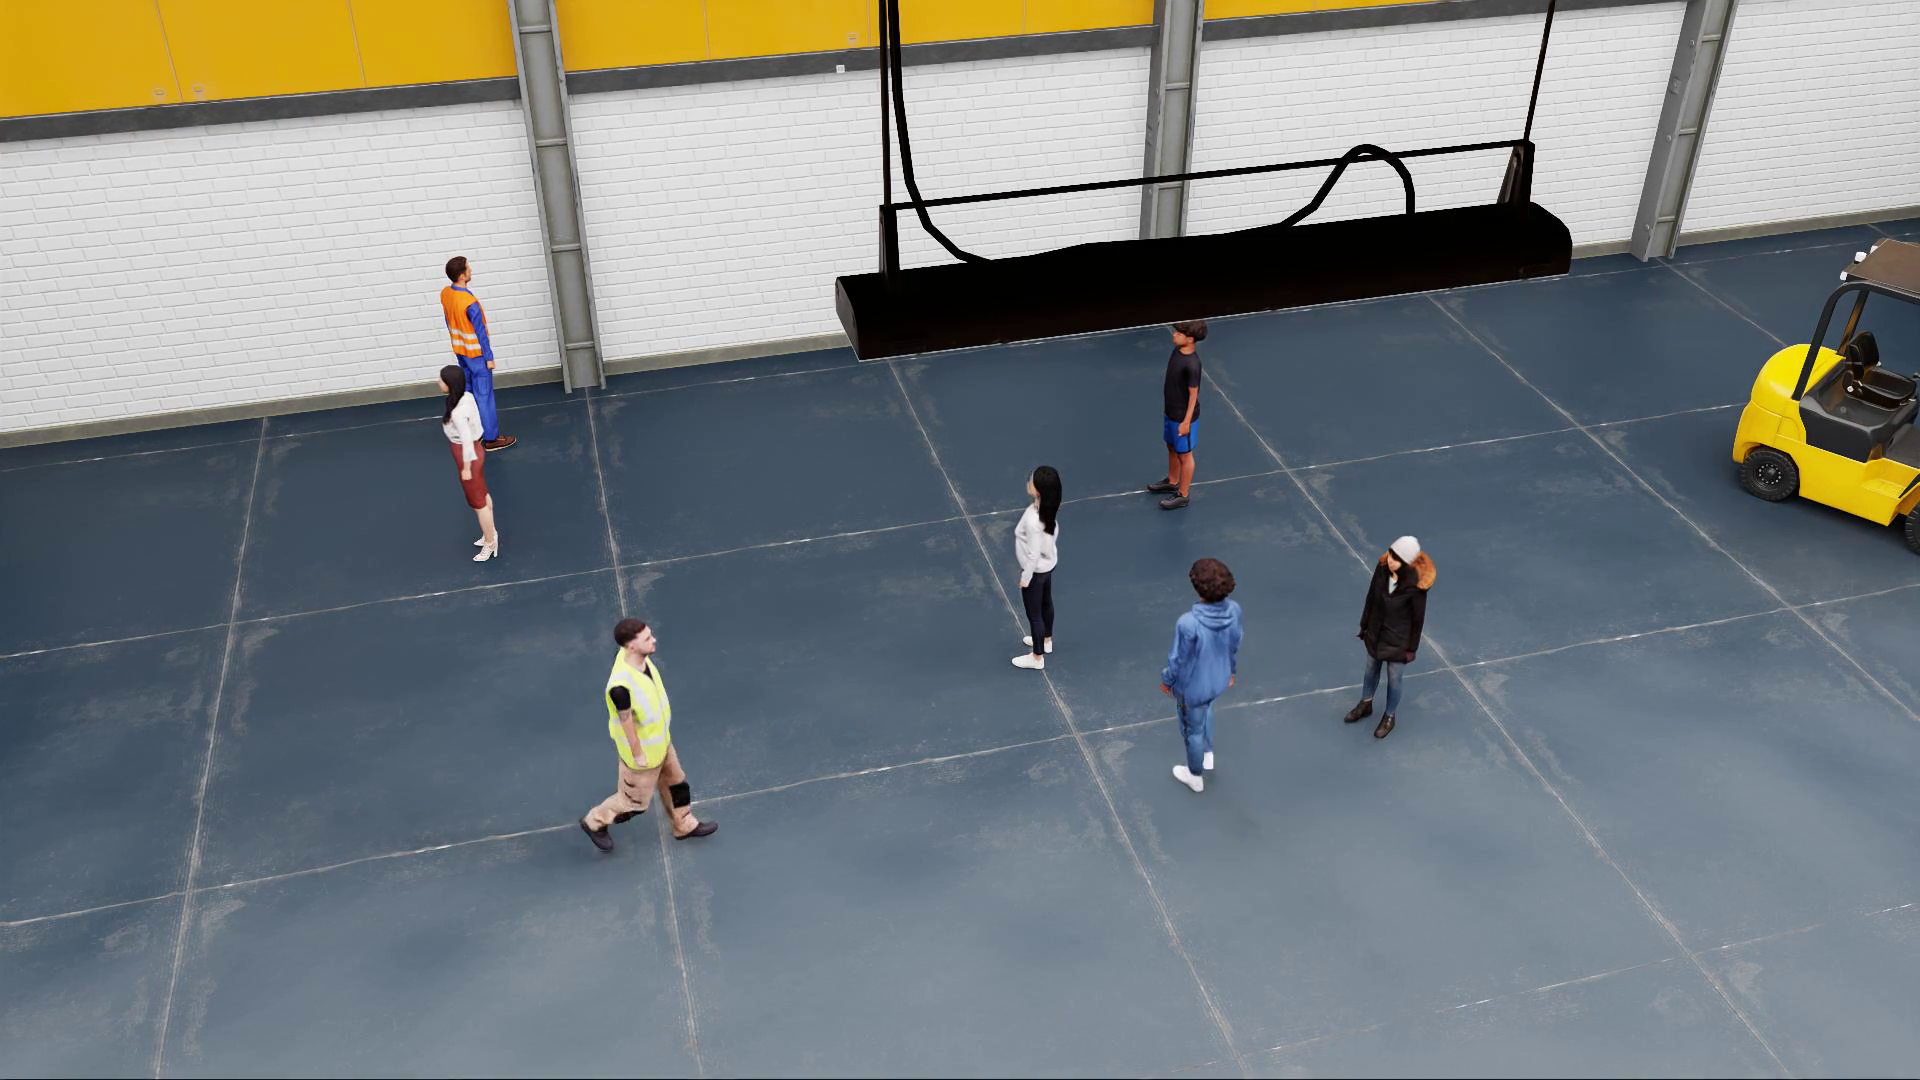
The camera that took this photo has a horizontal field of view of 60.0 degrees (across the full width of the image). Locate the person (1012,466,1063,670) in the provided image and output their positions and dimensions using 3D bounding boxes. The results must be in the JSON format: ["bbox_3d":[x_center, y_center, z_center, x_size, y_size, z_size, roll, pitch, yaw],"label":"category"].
[{"bbox_3d":[0.585,0.191,12.261,0.736,1.697,0.707,11,35,17],"label":"person"}]

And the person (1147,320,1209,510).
[{"bbox_3d":[1.887,-1.111,14.129,0.556,1.799,0.593,-8,35,-12],"label":"person"}]

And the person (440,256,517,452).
[{"bbox_3d":[-4.377,-1.680,14.926,0.790,1.864,0.811,25,41,32],"label":"person"}]

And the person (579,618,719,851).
[{"bbox_3d":[-2.072,1.269,10.528,1.189,1.822,0.939,3,34,4],"label":"person"}]

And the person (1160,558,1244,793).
[{"bbox_3d":[1.652,0.948,11.033,0.670,1.796,0.817,-19,38,-26],"label":"person"}]

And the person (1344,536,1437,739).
[{"bbox_3d":[3.011,0.652,11.625,0.741,1.635,0.723,-27,42,-35],"label":"person"}]

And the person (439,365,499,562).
[{"bbox_3d":[-3.957,-0.624,13.440,0.540,1.750,0.613,-5,34,-8],"label":"person"}]
